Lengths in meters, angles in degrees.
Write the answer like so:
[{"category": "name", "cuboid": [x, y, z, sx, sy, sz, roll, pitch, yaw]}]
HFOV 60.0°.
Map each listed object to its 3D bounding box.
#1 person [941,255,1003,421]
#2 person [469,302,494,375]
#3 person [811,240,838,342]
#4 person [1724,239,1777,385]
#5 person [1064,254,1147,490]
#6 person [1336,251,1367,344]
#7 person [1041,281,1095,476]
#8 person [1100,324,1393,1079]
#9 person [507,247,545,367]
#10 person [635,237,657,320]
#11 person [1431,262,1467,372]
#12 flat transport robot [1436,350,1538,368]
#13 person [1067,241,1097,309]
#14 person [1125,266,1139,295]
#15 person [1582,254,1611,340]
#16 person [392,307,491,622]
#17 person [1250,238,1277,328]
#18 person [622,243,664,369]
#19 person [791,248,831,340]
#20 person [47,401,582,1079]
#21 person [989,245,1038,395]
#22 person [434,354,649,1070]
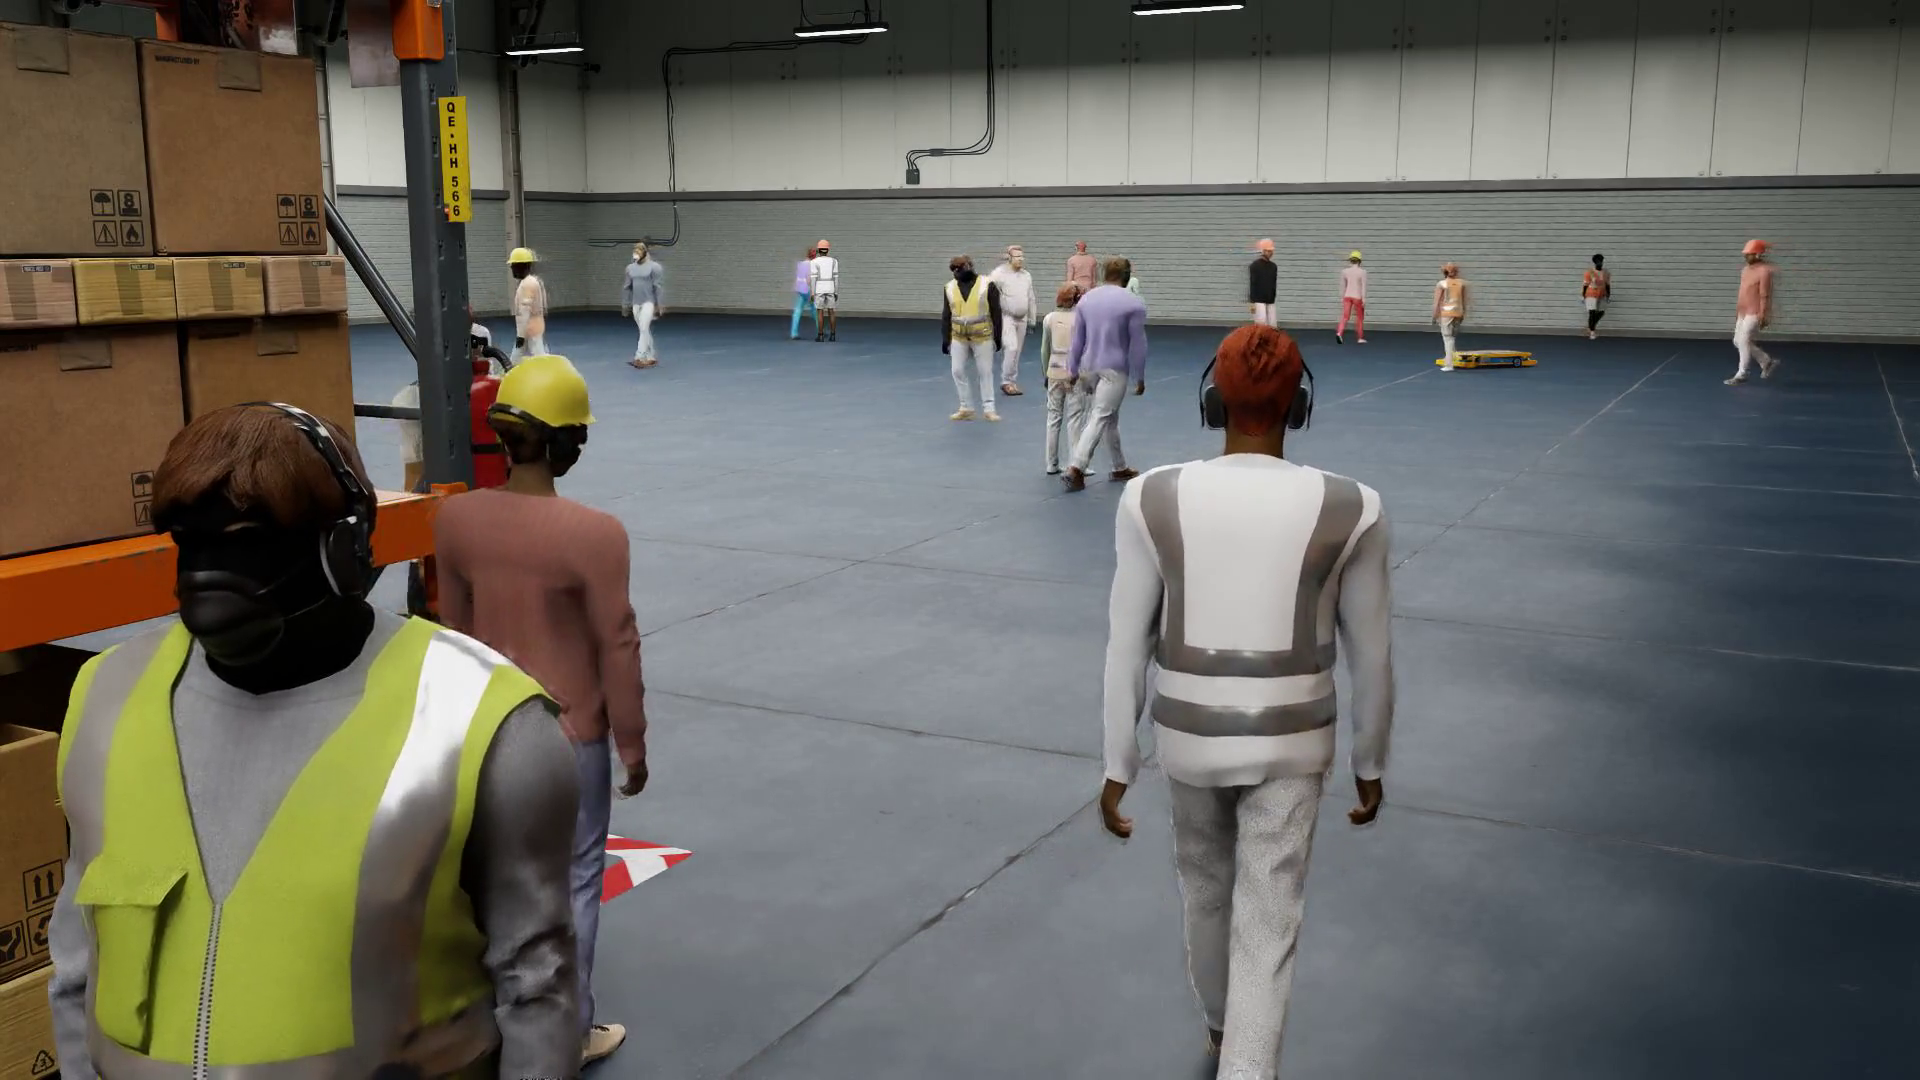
[{"category": "person", "cuboid": [0.134, -2.189, 18.148, 0.686, 1.808, 0.456, 3, 11, 18]}, {"category": "person", "cuboid": [-3.759, -1.077, 12.525, 0.501, 1.633, 0.283, 0, 10, 1]}, {"category": "person", "cuboid": [-2.591, -4.735, 31.647, 0.551, 1.935, 0.371, -5, 11, -24]}, {"category": "person", "cuboid": [10.746, -3.073, 22.459, 0.662, 1.976, 0.618, 0, 10, 0]}, {"category": "person", "cuboid": [1.147, -1.351, 13.366, 0.646, 1.887, 1.050, 9, 14, 41]}, {"category": "person", "cuboid": [7.349, -4.529, 31.062, 0.538, 1.743, 0.770, 9, 14, 40]}, {"category": "person", "cuboid": [0.912, -1.353, 14.018, 0.520, 1.639, 0.312, 8, 13, 38]}, {"category": "person", "cuboid": [0.639, 0.446, 3.677, 0.600, 1.825, 1.006, 3, 11, 15]}, {"category": "person", "cuboid": [-4.919, -2.426, 19.195, 0.951, 1.888, 0.592, -4, 11, -21]}, {"category": "person", "cuboid": [-7.532, -6.321, 40.012, 0.536, 2.000, 0.714, -8, 13, -36]}, {"category": "person", "cuboid": [7.265, -3.335, 24.855, 0.536, 1.615, 0.597, -3, 11, -18]}, {"category": "flat transport robot", "cuboid": [8.129, -2.801, 25.647, 1.431, 0.197, 0.652, -5, 11, -23]}, {"category": "person", "cuboid": [2.401, -4.994, 33.142, 0.637, 1.911, 0.403, -4, 11, -21]}, {"category": "person", "cuboid": [2.729, -3.853, 27.686, 0.511, 1.620, 0.528, 3, 11, 17]}, {"category": "person", "cuboid": [12.372, -4.748, 32.464, 0.552, 1.671, 0.650, -2, 11, -8]}, {"category": "person", "cuboid": [-1.897, -0.026, 6.371, 0.515, 1.805, 0.964, -10, 14, -44]}, {"category": "person", "cuboid": [4.822, -3.836, 26.634, 0.619, 1.977, 0.589, -7, 13, -35]}, {"category": "person", "cuboid": [-4.902, -3.556, 25.323, 0.650, 1.895, 0.954, 6, 12, 28]}, {"category": "person", "cuboid": [-2.908, -4.781, 32.335, 0.585, 1.770, 1.005, 10, 14, 43]}, {"category": "person", "cuboid": [-0.758, 0.758, 1.954, 0.619, 1.845, 0.430, 1, 10, 5]}, {"category": "person", "cuboid": [0.712, -2.761, 20.997, 0.679, 1.888, 0.537, -8, 13, -38]}, {"category": "person", "cuboid": [-0.987, 0.442, 3.918, 0.539, 1.749, 0.417, 4, 11, 21]}]
